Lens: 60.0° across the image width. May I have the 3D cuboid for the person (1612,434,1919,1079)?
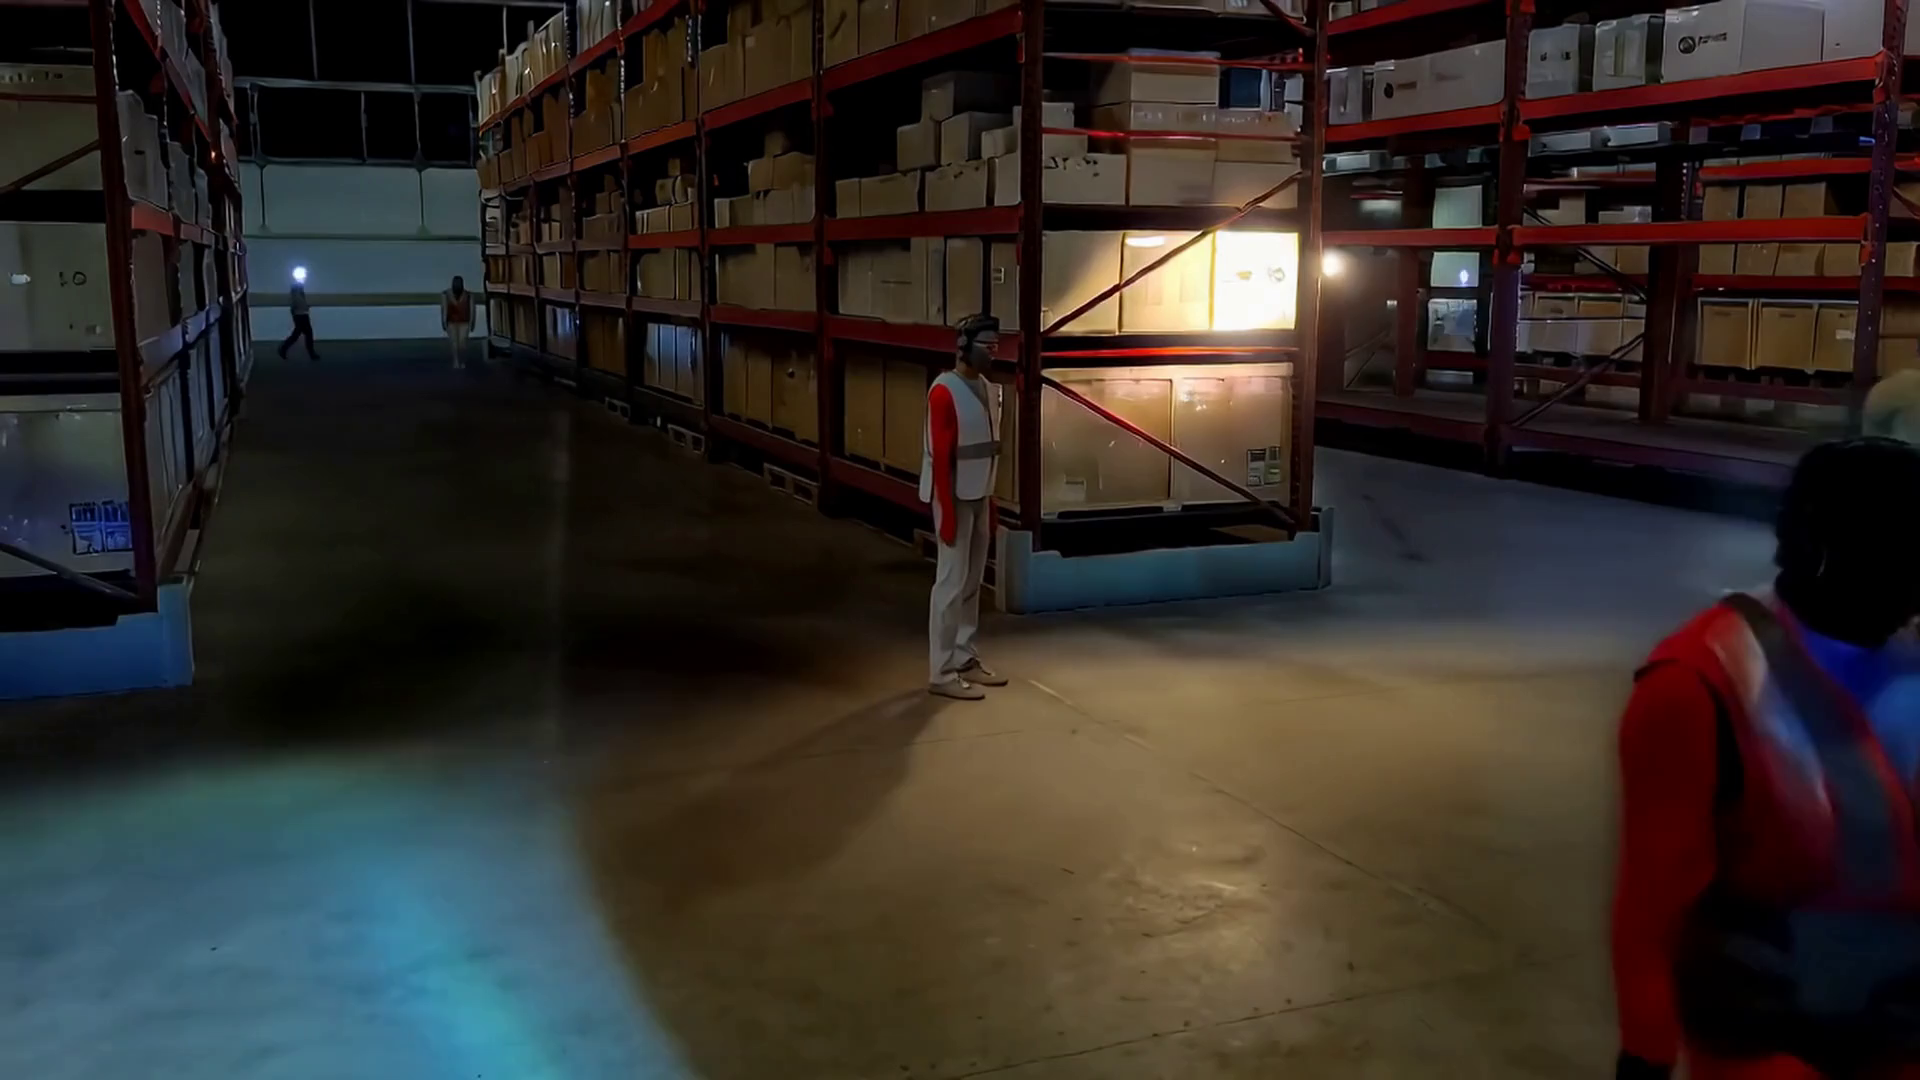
[{"bbox_3d":[1.305,0.721,2.703,0.633,1.824,0.706,-3,10,-19],"label":"person"}]

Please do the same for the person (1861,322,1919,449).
[{"bbox_3d":[4.532,-0.129,7.689,0.676,1.858,0.818,7,12,37],"label":"person"}]

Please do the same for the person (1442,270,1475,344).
[{"bbox_3d":[12.797,-5.911,42.311,0.990,1.862,0.631,-5,11,-29],"label":"person"}]

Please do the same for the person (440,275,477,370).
[{"bbox_3d":[-9.610,-4.155,31.912,0.661,1.818,0.726,-3,10,-19],"label":"person"}]

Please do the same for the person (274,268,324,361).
[{"bbox_3d":[-14.034,-4.765,35.148,0.917,1.968,0.606,-4,10,-24],"label":"person"}]

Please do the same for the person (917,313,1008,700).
[{"bbox_3d":[0.005,-0.163,7.971,0.392,1.836,0.559,4,10,24],"label":"person"}]
